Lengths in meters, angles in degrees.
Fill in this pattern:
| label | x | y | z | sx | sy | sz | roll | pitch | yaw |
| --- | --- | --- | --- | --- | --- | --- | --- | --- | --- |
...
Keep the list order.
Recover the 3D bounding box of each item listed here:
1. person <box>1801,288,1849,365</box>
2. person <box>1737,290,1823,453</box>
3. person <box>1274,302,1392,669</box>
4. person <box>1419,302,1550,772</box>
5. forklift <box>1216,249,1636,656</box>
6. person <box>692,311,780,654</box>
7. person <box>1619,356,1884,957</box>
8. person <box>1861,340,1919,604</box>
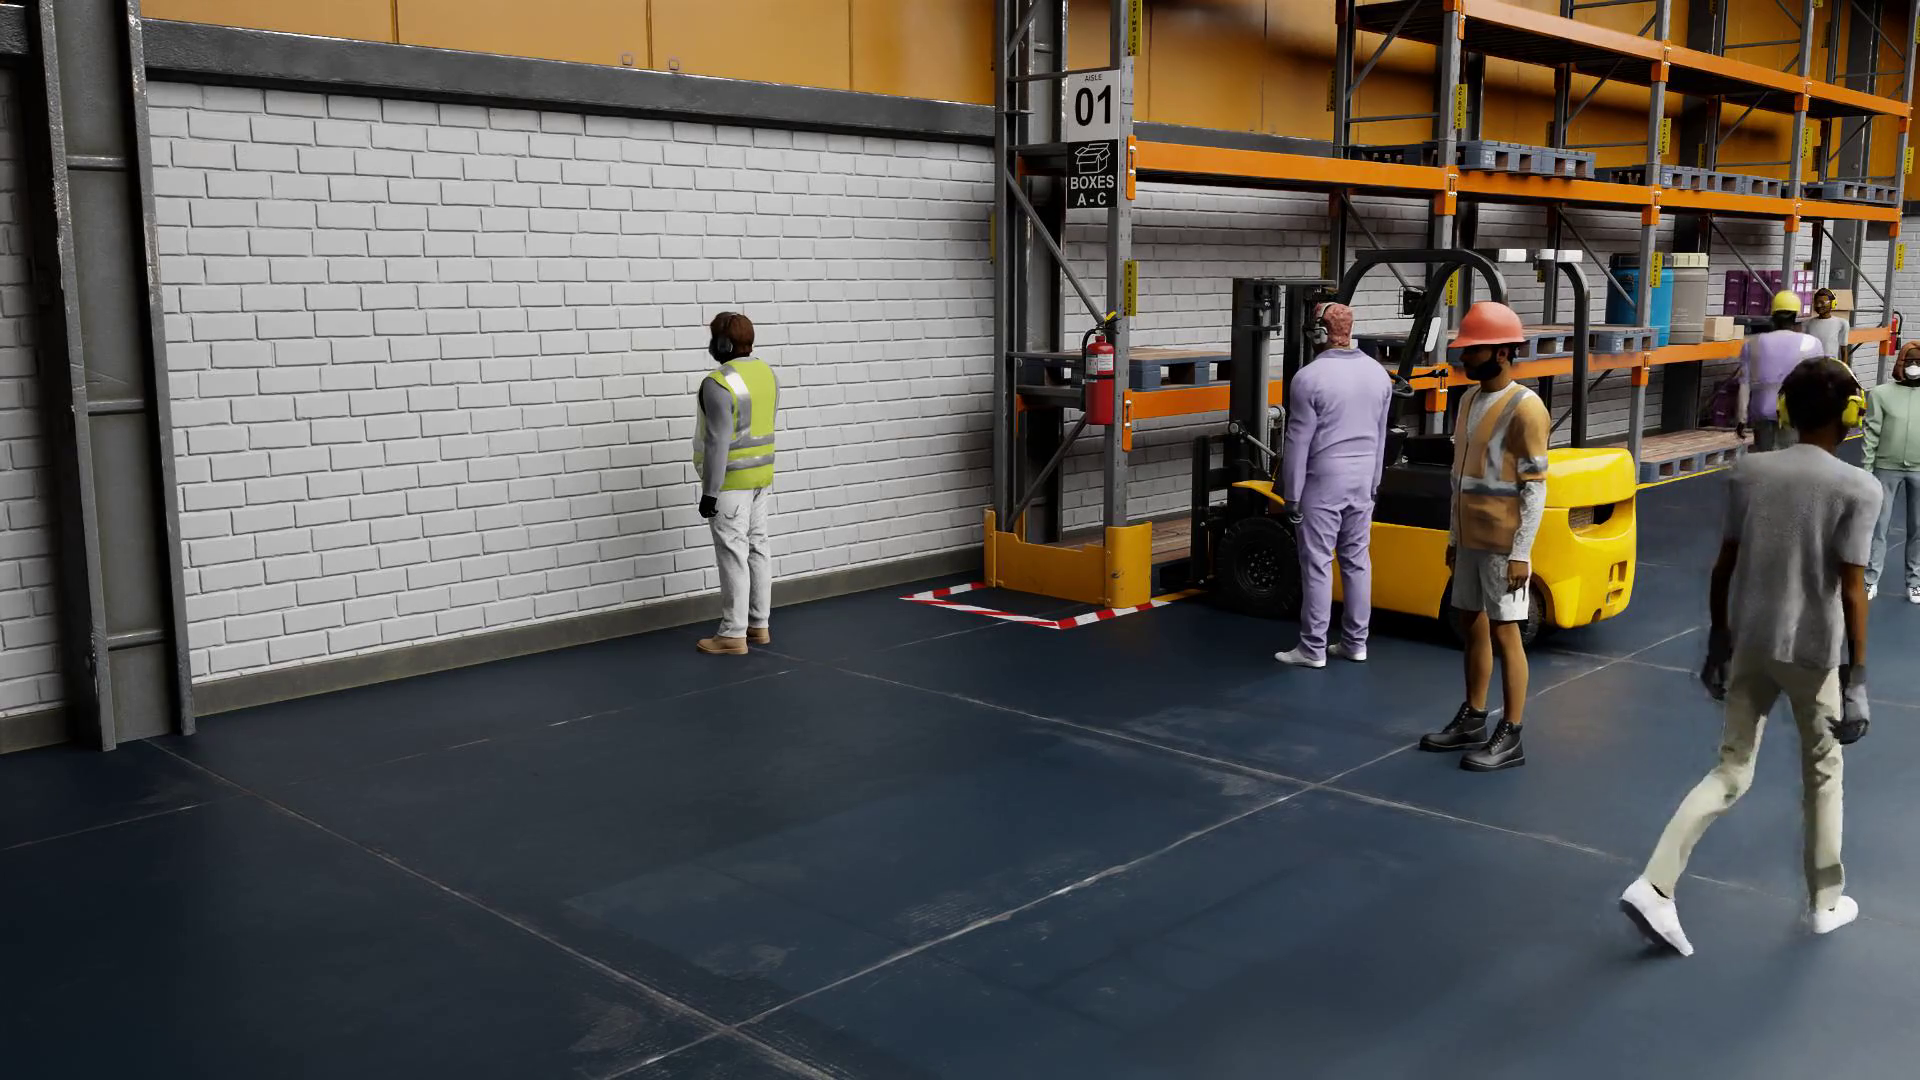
| label | x | y | z | sx | sy | sz | roll | pitch | yaw |
| --- | --- | --- | --- | --- | --- | --- | --- | --- | --- |
| person | 9.165 | -1.745 | 17.739 | 0.311 | 1.869 | 0.533 | -9 | 13 | -43 |
| person | 6.385 | -0.993 | 13.013 | 0.595 | 1.911 | 0.717 | 6 | 11 | 34 |
| person | 1.923 | -0.280 | 8.673 | 0.644 | 1.900 | 0.399 | -5 | 10 | -28 |
| person | 2.175 | -0.011 | 6.894 | 0.378 | 1.936 | 0.548 | -2 | 10 | -15 |
| forklift | 2.710 | -0.584 | 9.626 | 2.313 | 2.155 | 1.214 | 9 | 13 | 43 |
| person | -1.225 | -0.307 | 9.002 | 0.429 | 1.846 | 0.626 | 4 | 10 | 21 |
| person | 2.454 | 0.359 | 5.021 | 0.918 | 1.824 | 0.582 | -6 | 11 | -31 |
| person | 5.866 | -0.418 | 10.323 | 0.500 | 1.633 | 0.280 | 5 | 10 | 27 |
